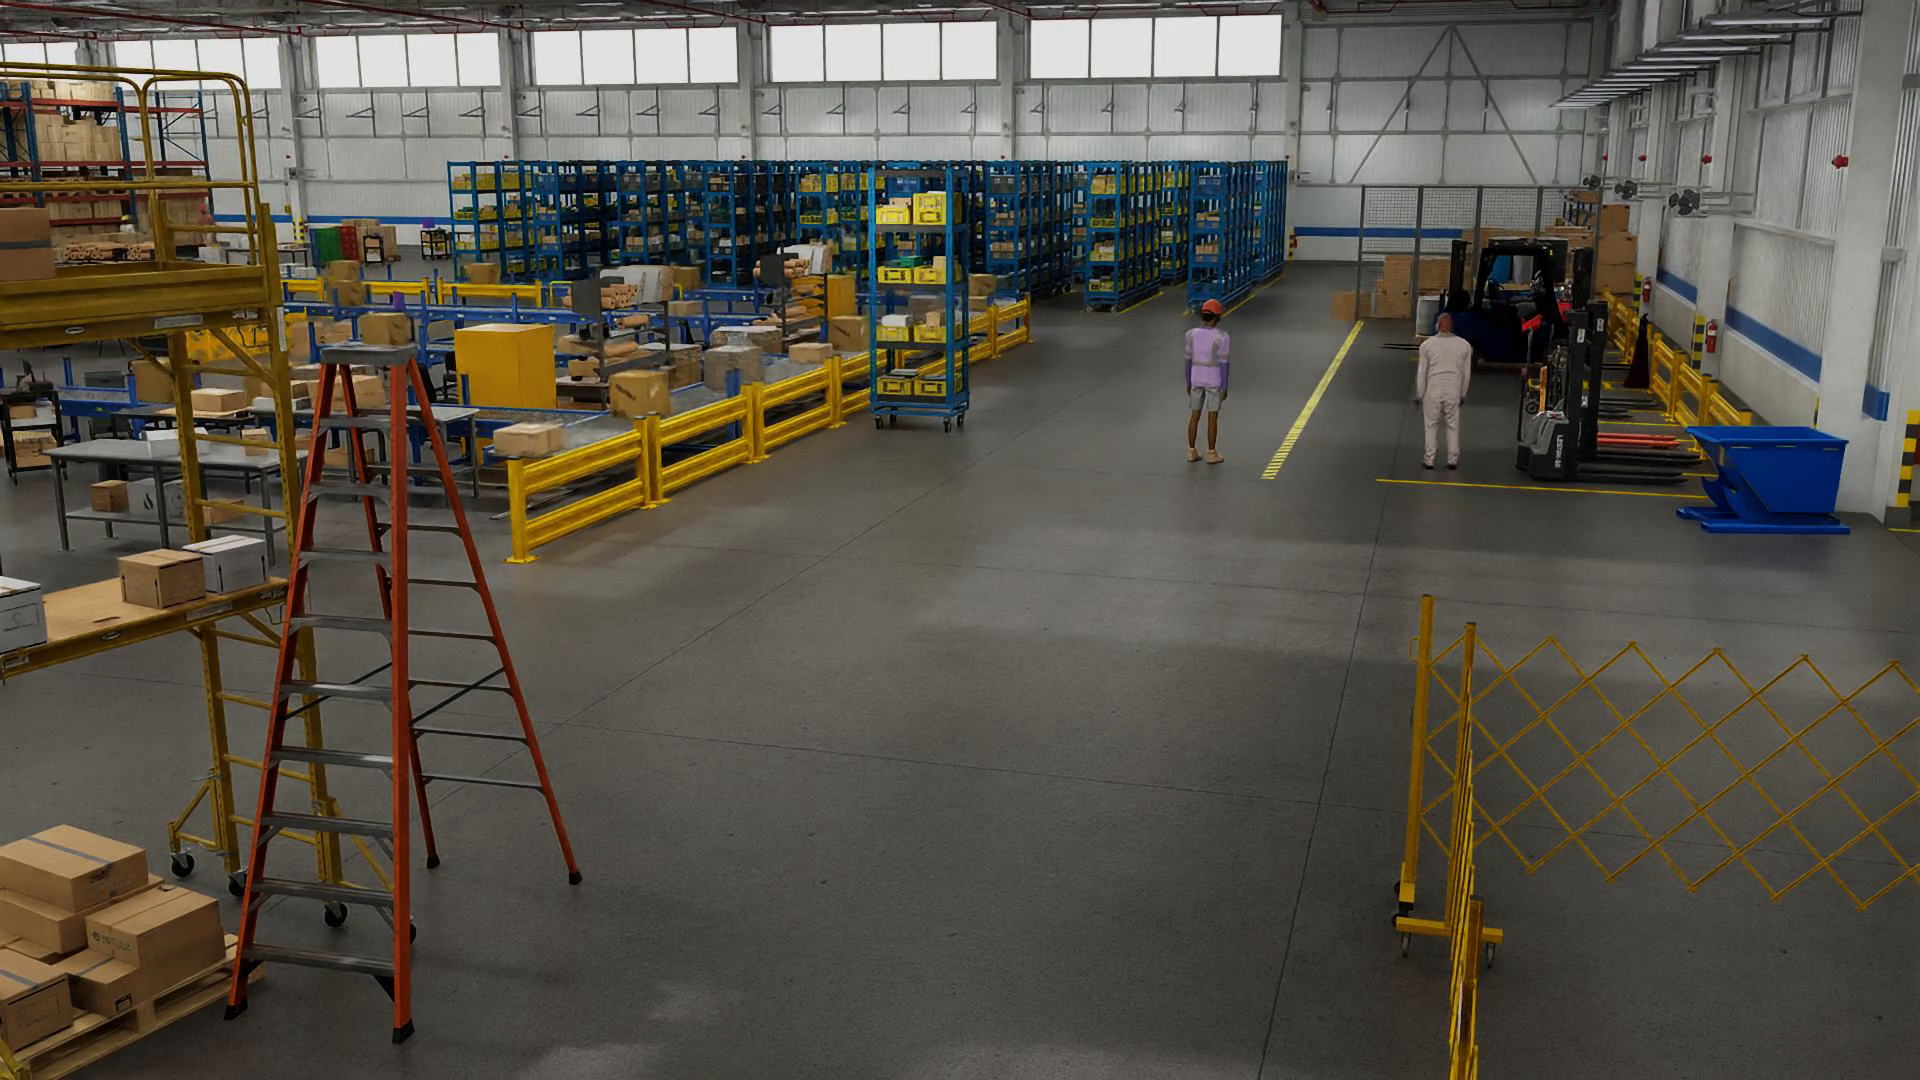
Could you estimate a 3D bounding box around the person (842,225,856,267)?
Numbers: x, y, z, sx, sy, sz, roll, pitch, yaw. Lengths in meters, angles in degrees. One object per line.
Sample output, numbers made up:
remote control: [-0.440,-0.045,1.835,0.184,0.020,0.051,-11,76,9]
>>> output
person: [-3.387,-8.683,50.074,0.630,1.827,0.583,6,14,26]

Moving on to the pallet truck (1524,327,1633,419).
pallet truck: [9.065,-2.460,24.370,1.522,1.261,0.704,3,13,14]

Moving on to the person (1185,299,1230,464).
person: [3.068,-1.951,20.561,0.600,2.034,0.400,9,16,35]

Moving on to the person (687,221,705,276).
person: [-7.821,-8.678,49.867,0.700,1.907,0.694,-4,14,-17]

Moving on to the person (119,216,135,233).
person: [-28.634,-10.263,57.123,0.526,1.721,0.903,3,13,13]

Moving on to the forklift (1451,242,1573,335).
forklift: [10.464,-4.597,31.405,2.680,1.987,1.157,4,14,16]

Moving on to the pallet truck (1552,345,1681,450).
pallet truck: [8.641,-1.896,21.908,1.630,1.274,0.653,4,14,16]

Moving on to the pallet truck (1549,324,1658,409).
pallet truck: [9.824,-2.669,25.407,1.601,1.201,0.680,4,14,16]

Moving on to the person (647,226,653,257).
person: [-9.617,-8.917,51.216,0.974,1.776,0.577,2,13,7]

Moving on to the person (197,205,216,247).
person: [-27.576,-11.221,60.708,0.661,1.974,0.643,3,13,14]

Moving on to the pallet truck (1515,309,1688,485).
pallet truck: [7.554,-1.677,19.446,1.885,1.965,0.823,3,13,14]

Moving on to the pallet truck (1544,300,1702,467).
pallet truck: [8.263,-1.952,20.631,1.885,1.965,0.823,5,14,20]

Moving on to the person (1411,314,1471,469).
person: [5.829,-1.782,20.156,0.673,1.894,0.447,0,13,0]

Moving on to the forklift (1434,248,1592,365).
forklift: [9.780,-4.111,29.280,2.680,1.987,1.157,3,13,14]
